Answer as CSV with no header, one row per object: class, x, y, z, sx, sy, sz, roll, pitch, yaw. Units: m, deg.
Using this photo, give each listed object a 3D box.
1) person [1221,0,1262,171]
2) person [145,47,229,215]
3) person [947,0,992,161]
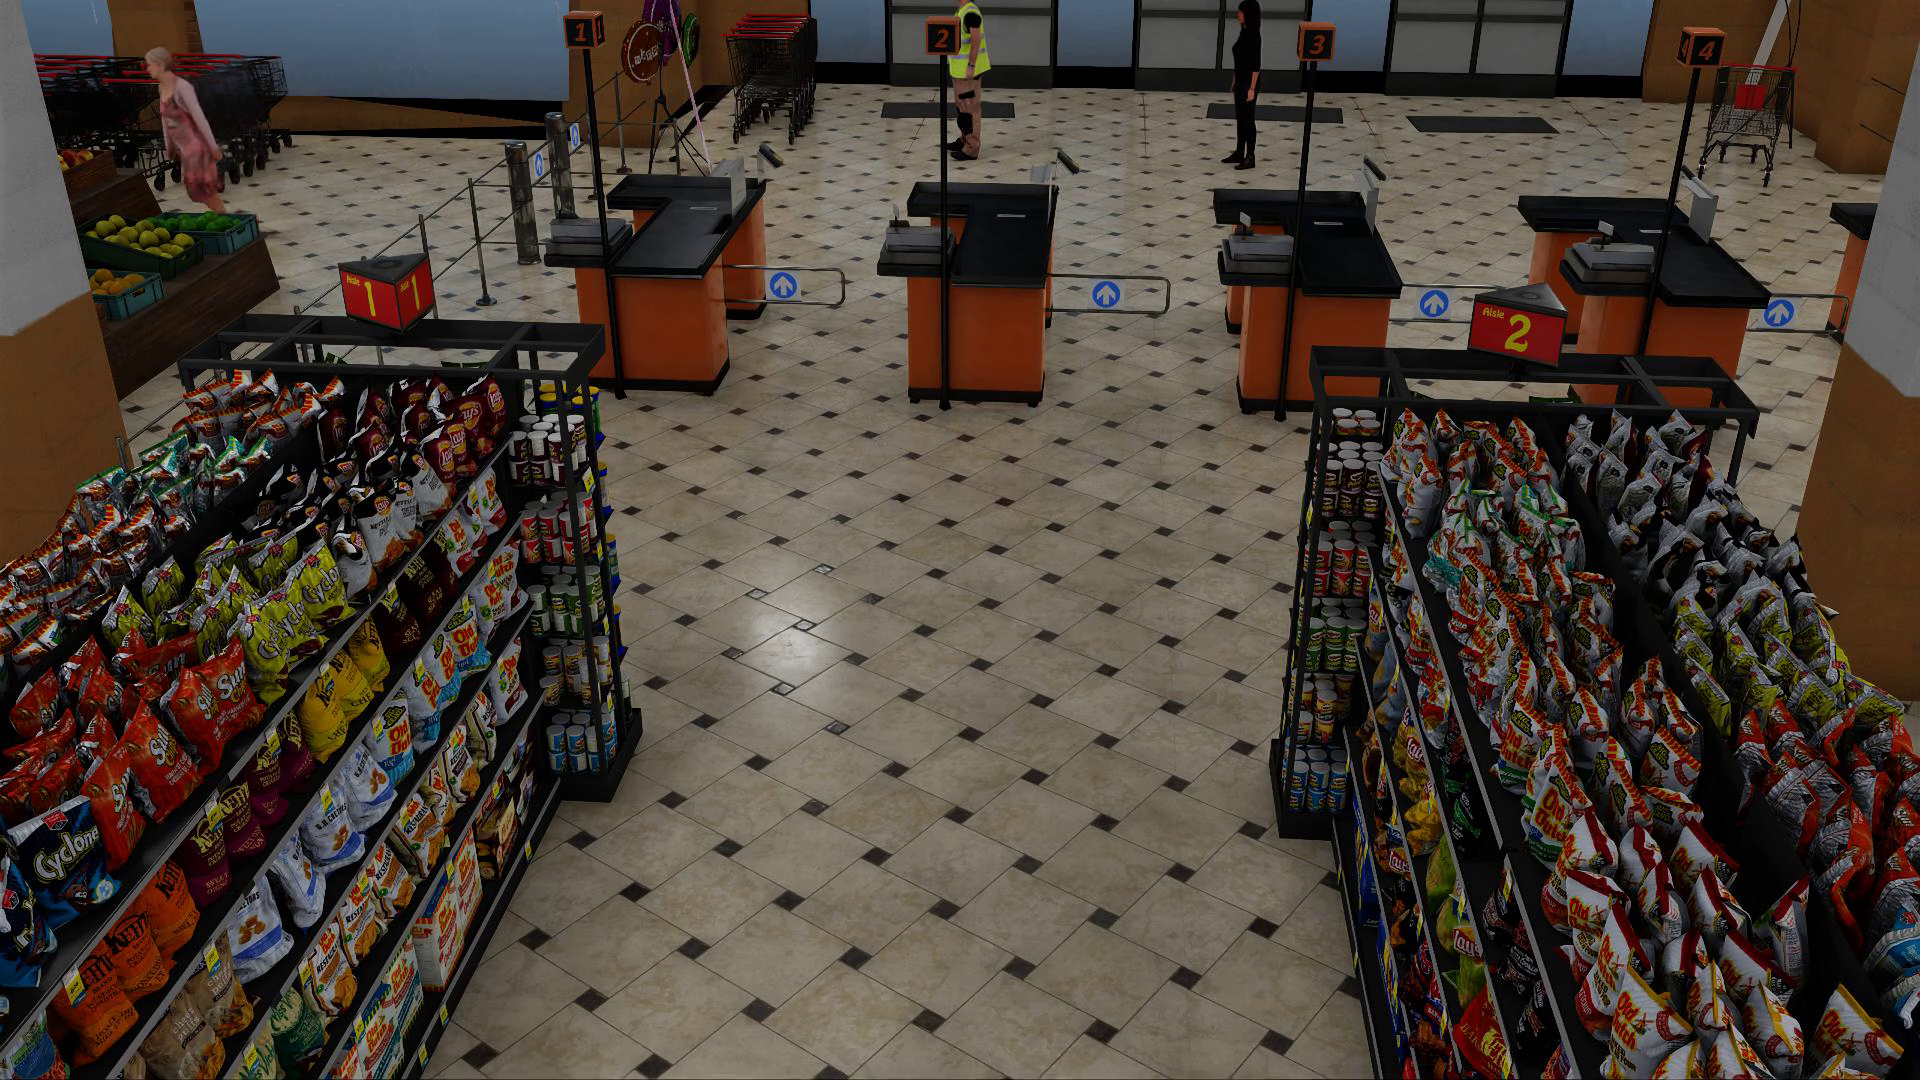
person,2.878,-4.569,16.670,0.713,1.641,0.570,-8,28,-15
person,-6.526,-3.386,14.312,0.767,1.664,0.813,13,30,24
person,0.051,-4.836,16.971,0.838,1.845,0.728,-4,27,-9
